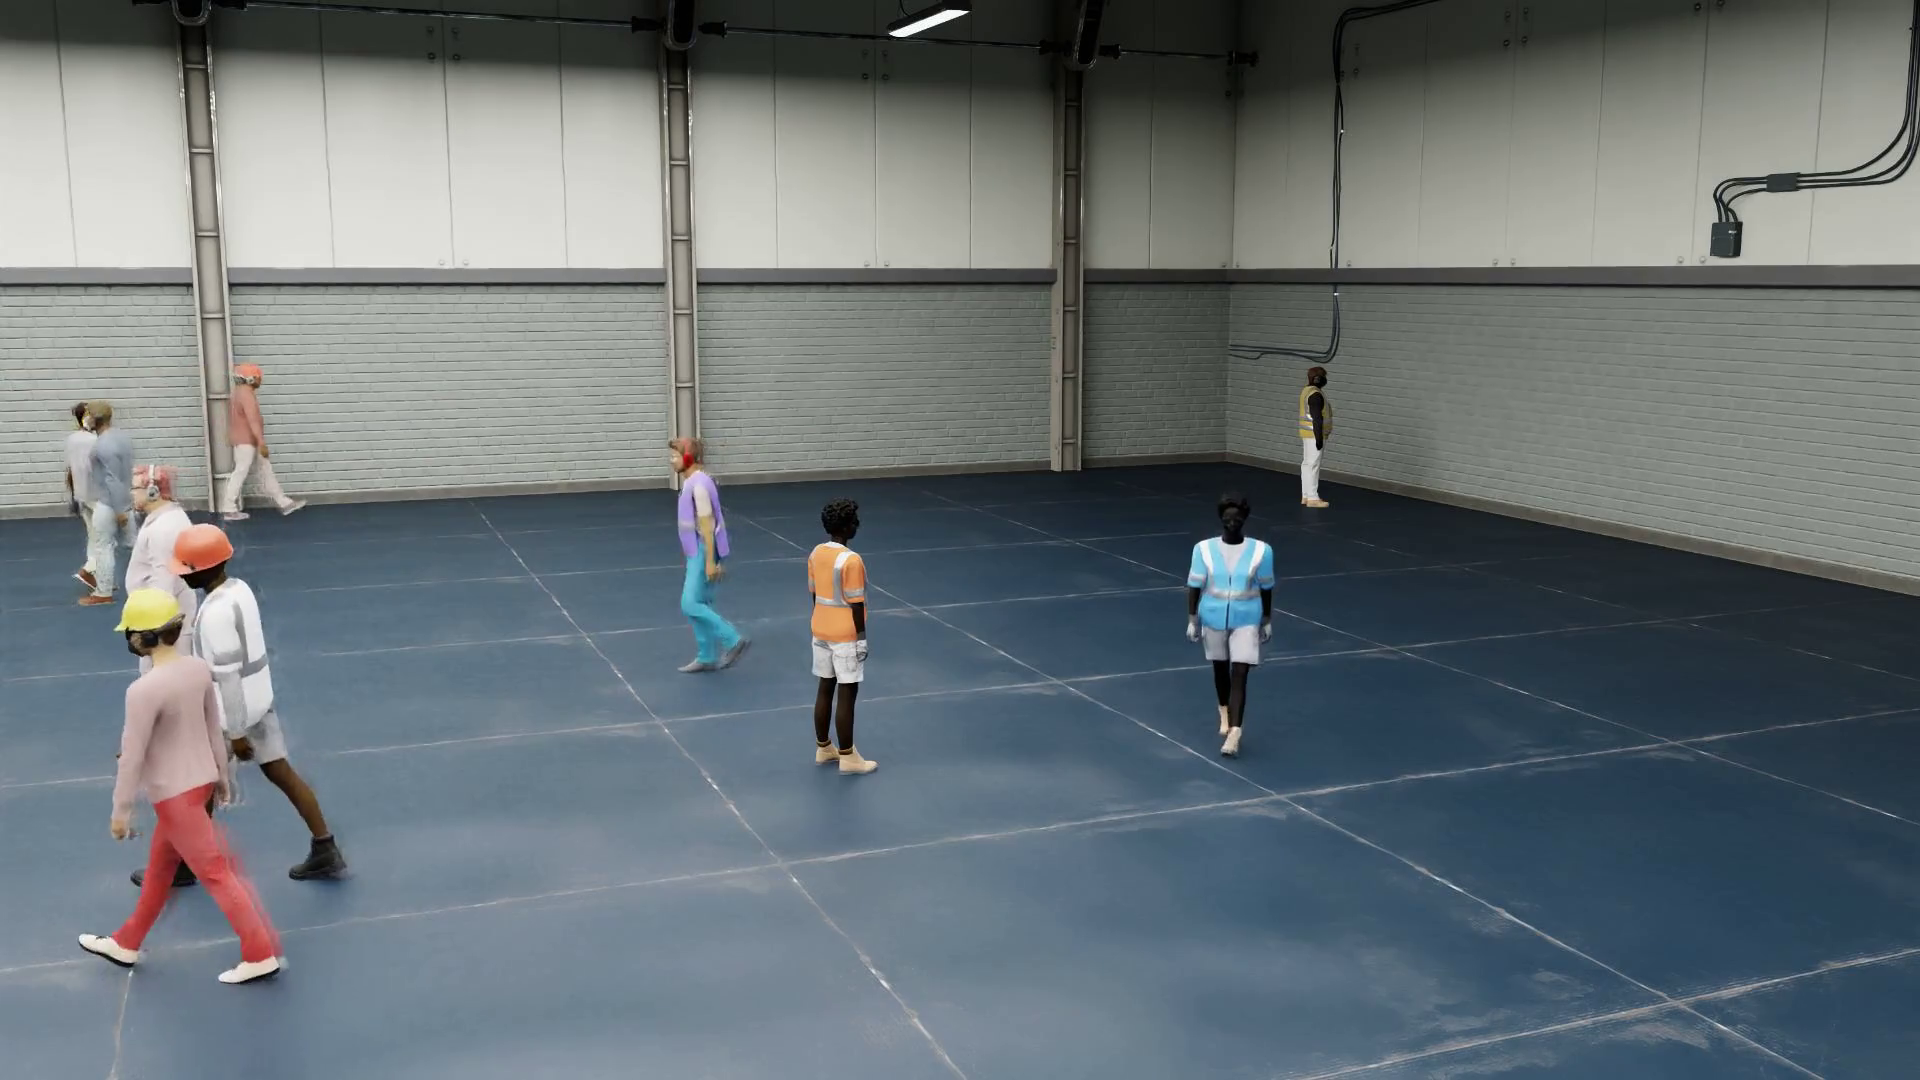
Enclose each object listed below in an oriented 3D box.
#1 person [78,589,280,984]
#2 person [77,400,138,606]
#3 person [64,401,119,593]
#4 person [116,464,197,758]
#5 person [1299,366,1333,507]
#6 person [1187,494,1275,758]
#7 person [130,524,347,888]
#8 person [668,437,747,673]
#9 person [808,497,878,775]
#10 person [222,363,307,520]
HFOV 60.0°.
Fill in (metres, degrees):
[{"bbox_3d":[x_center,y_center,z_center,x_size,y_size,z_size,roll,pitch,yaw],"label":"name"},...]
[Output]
[{"bbox_3d":[-3.370,1.059,7.073,0.957,1.712,0.538,1,9,4],"label":"person"},{"bbox_3d":[-7.682,-0.348,15.314,0.863,1.913,0.631,-2,9,-14],"label":"person"},{"bbox_3d":[-8.204,-0.384,15.715,0.569,1.851,0.450,3,10,20],"label":"person"},{"bbox_3d":[-4.871,0.454,10.393,0.794,1.884,0.654,-3,10,-20],"label":"person"},{"bbox_3d":[4.675,-1.357,21.856,0.429,1.847,0.627,0,9,0],"label":"person"},{"bbox_3d":[1.723,0.522,10.649,0.544,1.647,0.896,3,9,16],"label":"person"},{"bbox_3d":[-3.557,0.818,8.167,1.030,1.860,0.577,-1,9,-4],"label":"person"},{"bbox_3d":[-1.952,0.125,12.602,0.447,1.822,0.601,-3,9,-16],"label":"person"},{"bbox_3d":[-0.725,0.580,10.154,0.317,1.696,0.539,-7,11,-36],"label":"person"},{"bbox_3d":[-8.736,-1.221,20.682,1.009,1.937,0.651,-4,10,-24],"label":"person"}]
